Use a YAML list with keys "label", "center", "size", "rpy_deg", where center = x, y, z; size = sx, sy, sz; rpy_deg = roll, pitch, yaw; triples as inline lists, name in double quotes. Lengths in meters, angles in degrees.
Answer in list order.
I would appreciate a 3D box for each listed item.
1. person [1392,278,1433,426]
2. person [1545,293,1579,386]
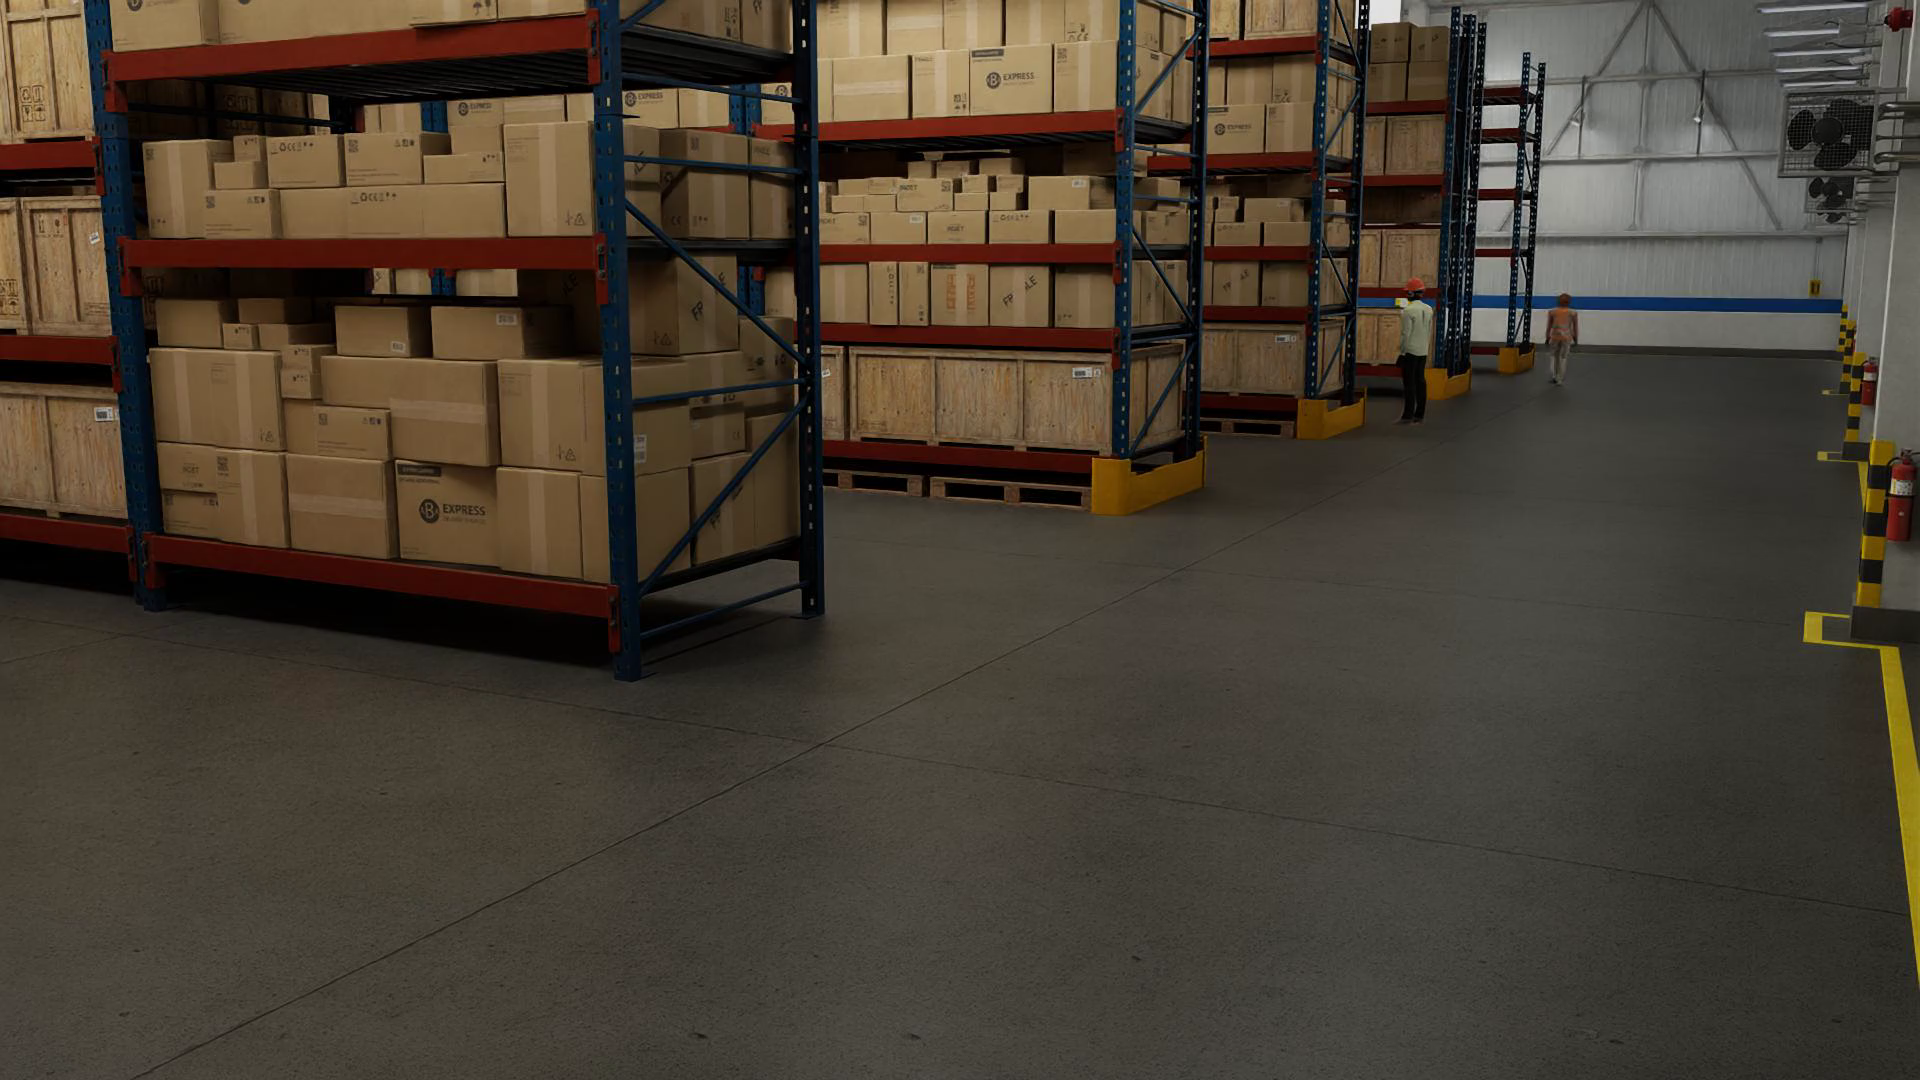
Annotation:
- label: "person"
  center: [6.130, -2.537, 22.497]
  size: [0.611, 1.995, 0.375]
  rpy_deg: [-8, 13, -40]
- label: "person"
  center: [10.655, -3.541, 29.396]
  size: [0.541, 1.615, 0.648]
  rpy_deg: [6, 11, 31]
